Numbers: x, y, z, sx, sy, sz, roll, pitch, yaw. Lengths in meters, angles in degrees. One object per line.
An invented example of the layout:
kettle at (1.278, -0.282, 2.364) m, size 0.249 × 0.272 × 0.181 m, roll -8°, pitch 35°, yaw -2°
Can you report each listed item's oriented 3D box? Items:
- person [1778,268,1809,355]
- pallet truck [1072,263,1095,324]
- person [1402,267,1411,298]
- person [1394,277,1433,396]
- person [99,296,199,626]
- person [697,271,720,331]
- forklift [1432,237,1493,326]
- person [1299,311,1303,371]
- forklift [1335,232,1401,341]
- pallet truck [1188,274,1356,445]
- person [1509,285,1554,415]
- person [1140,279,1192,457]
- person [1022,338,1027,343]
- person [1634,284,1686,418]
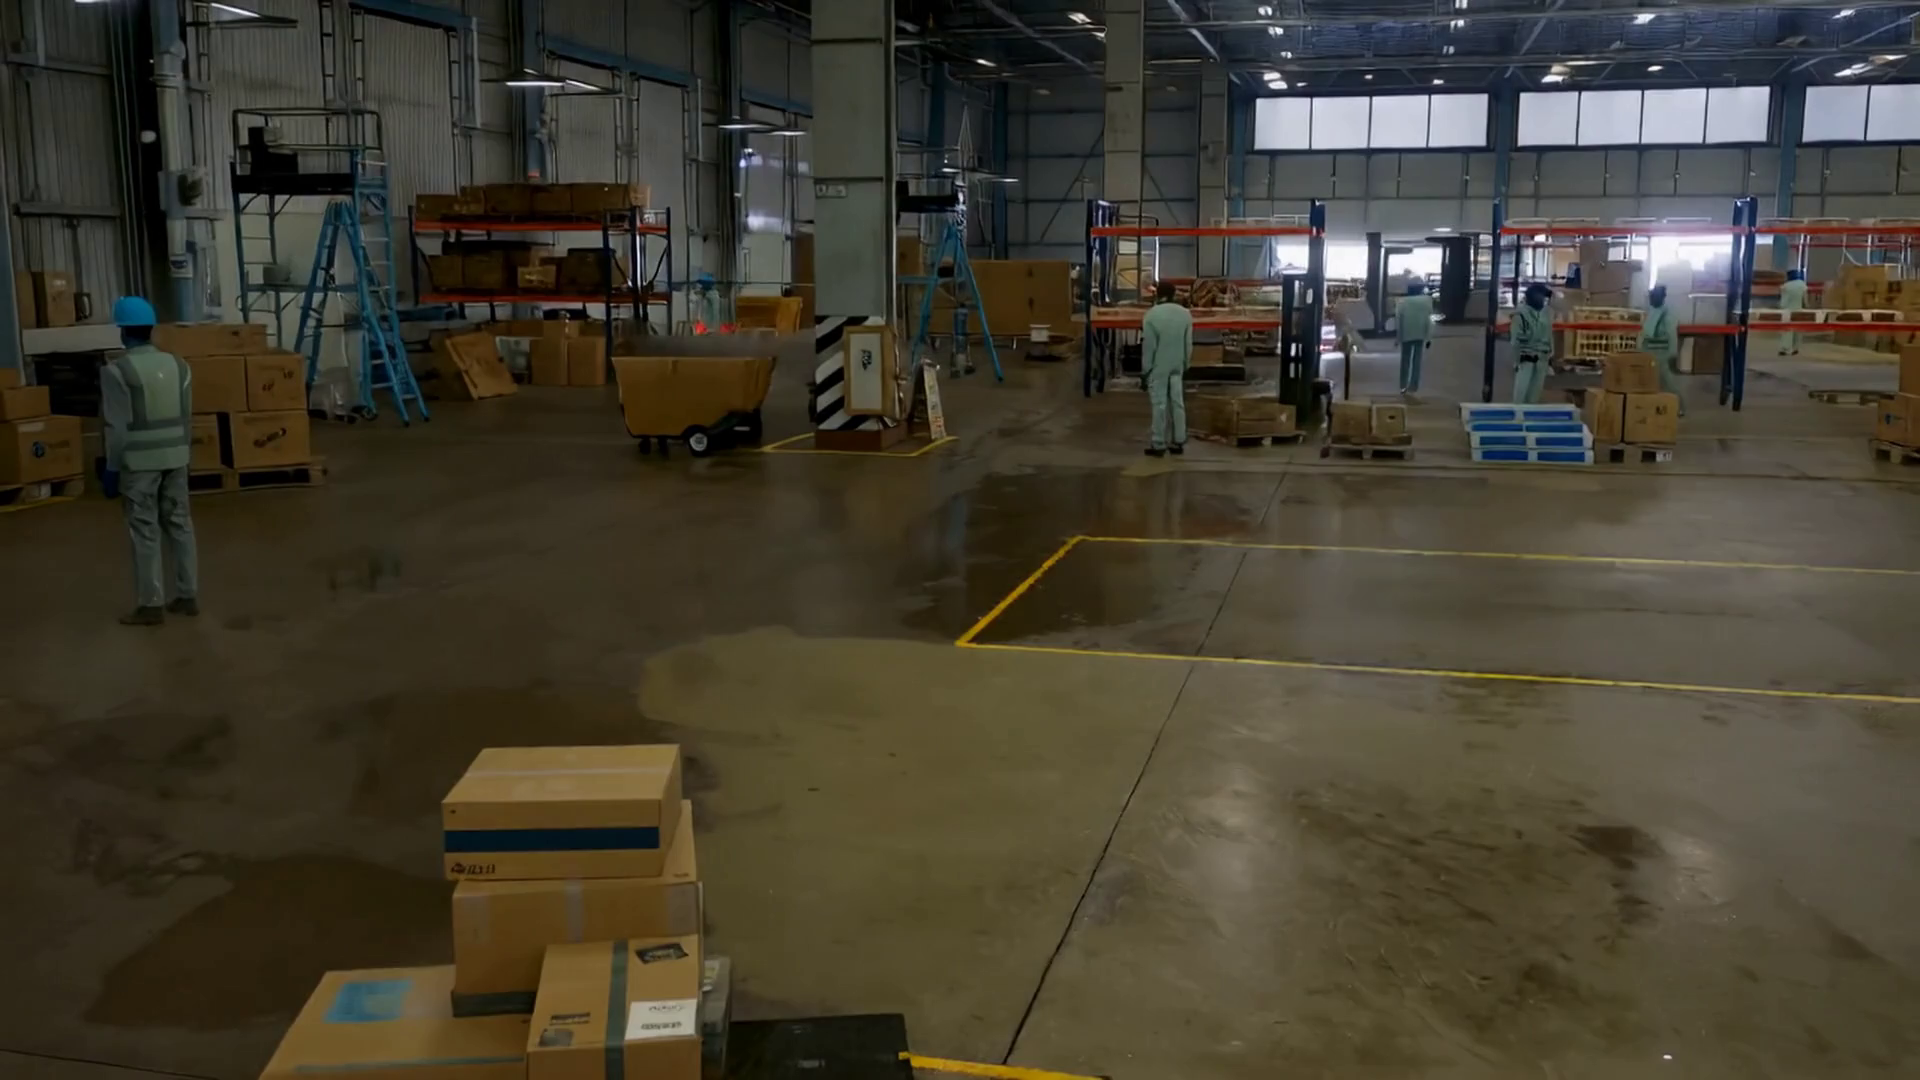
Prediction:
person at (18.603, -5.094, 37.163) m, size 0.636 × 1.938 × 0.358 m, roll -1°, pitch 10°, yaw -9°
pallet truck at (4.325, -8.180, 55.162) m, size 0.823 × 1.965 × 1.885 m, roll 6°, pitch 11°, yaw 31°
person at (12.574, -6.698, 46.743) m, size 0.347 × 1.909 × 0.767 m, roll 2°, pitch 10°, yaw 12°
person at (7.197, -3.245, 26.473) m, size 0.596 × 1.865 × 1.050 m, roll 2°, pitch 10°, yaw 11°
person at (-4.814, -0.464, 9.875) m, size 0.387 × 1.949 × 0.602 m, roll 4°, pitch 10°, yaw 22°
person at (-4.456, -3.787, 29.499) m, size 0.374 × 1.929 × 0.542 m, roll 0°, pitch 10°, yaw -1°
forklift at (15.762, -8.143, 52.352) m, size 1.873 × 2.768 × 1.129 m, roll -2°, pitch 10°, yaw -12°
person at (6.705, -4.096, 31.886) m, size 0.485 × 1.739 × 0.320 m, roll -8°, pitch 12°, yaw -39°
forklift at (10.773, -6.630, 43.439) m, size 1.873 × 2.768 × 1.129 m, roll 2°, pitch 10°, yaw 14°
pallet truck at (3.653, -2.138, 19.590) m, size 1.885 × 1.965 × 0.823 m, roll -4°, pitch 10°, yaw -20°
person at (7.087, -2.225, 20.567) m, size 0.627 × 1.843 × 0.429 m, roll -4°, pitch 11°, yaw -24°
person at (2.250, -1.879, 18.237) m, size 0.635 × 1.937 × 0.353 m, roll -5°, pitch 11°, yaw -29°
person at (1.936, -5.788, 42.009) m, size 0.706 × 1.677 × 0.534 m, roll -5°, pitch 11°, yaw -28°
person at (9.261, -2.466, 22.033) m, size 1.000 × 1.840 × 0.571 m, roll -1°, pitch 10°, yaw -7°
